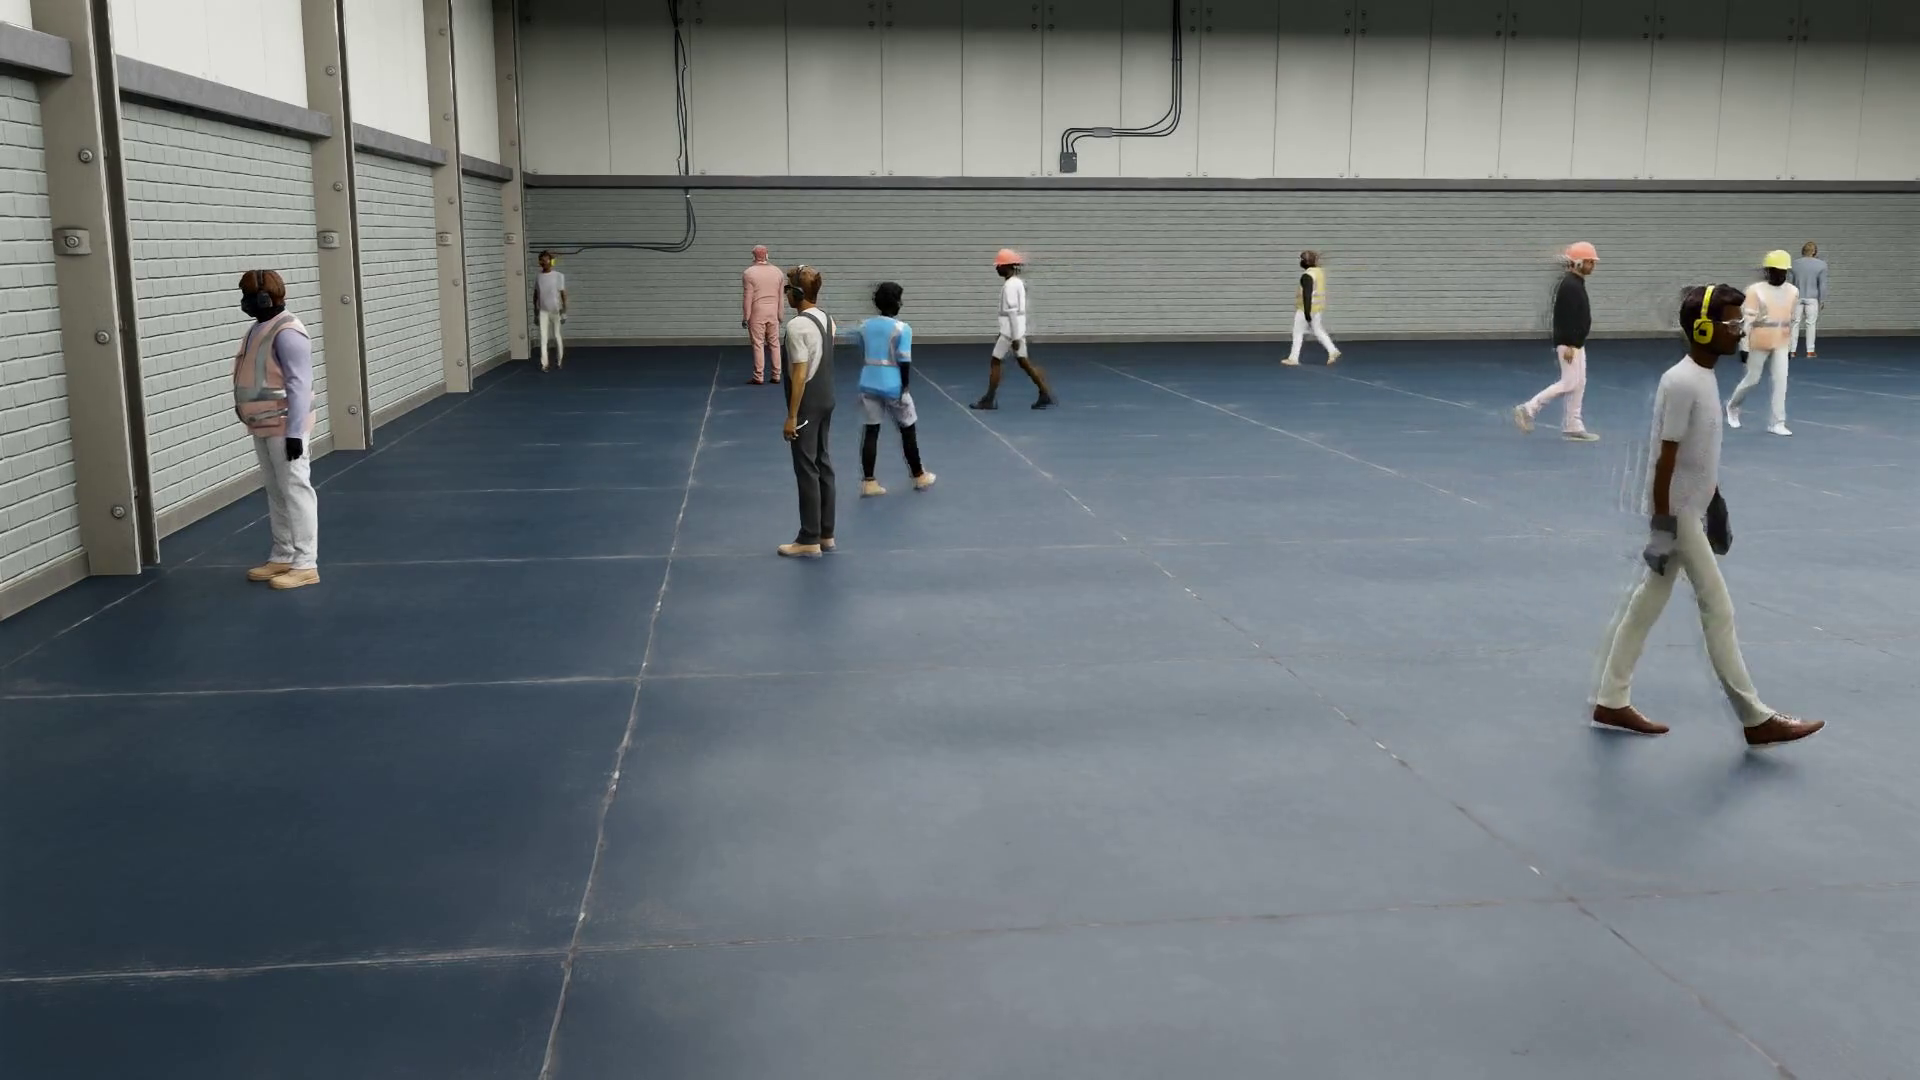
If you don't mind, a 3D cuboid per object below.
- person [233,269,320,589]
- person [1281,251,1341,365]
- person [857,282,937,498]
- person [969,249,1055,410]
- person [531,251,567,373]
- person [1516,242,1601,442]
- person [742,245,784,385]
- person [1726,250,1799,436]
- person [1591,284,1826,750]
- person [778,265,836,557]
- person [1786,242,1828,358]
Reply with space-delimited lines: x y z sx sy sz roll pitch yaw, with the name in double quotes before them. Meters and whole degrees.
"person" -3.963 -0.642 9.648 0.430 1.841 0.624 -8 13 -39
"person" 5.569 -3.650 26.231 0.861 1.812 0.629 6 12 32
"person" -0.515 -1.182 13.060 0.543 1.666 0.762 6 12 31
"person" 0.648 -2.453 19.452 0.991 1.896 0.558 2 11 13
"person" -6.215 -3.472 25.220 0.533 1.827 0.989 -1 10 -3
"person" 5.988 -1.958 16.478 0.695 1.976 0.632 6 12 30
"person" -2.726 -3.085 22.865 0.644 1.904 0.399 -8 13 -37
"person" 8.357 -2.059 17.272 0.598 1.899 0.885 -1 10 -7
"person" 2.997 -0.078 6.568 0.913 1.830 0.554 5 12 27
"person" -0.970 -0.814 10.570 0.338 1.845 0.514 4 11 20
"person" 14.212 -4.032 27.980 0.629 1.932 0.377 8 13 36
